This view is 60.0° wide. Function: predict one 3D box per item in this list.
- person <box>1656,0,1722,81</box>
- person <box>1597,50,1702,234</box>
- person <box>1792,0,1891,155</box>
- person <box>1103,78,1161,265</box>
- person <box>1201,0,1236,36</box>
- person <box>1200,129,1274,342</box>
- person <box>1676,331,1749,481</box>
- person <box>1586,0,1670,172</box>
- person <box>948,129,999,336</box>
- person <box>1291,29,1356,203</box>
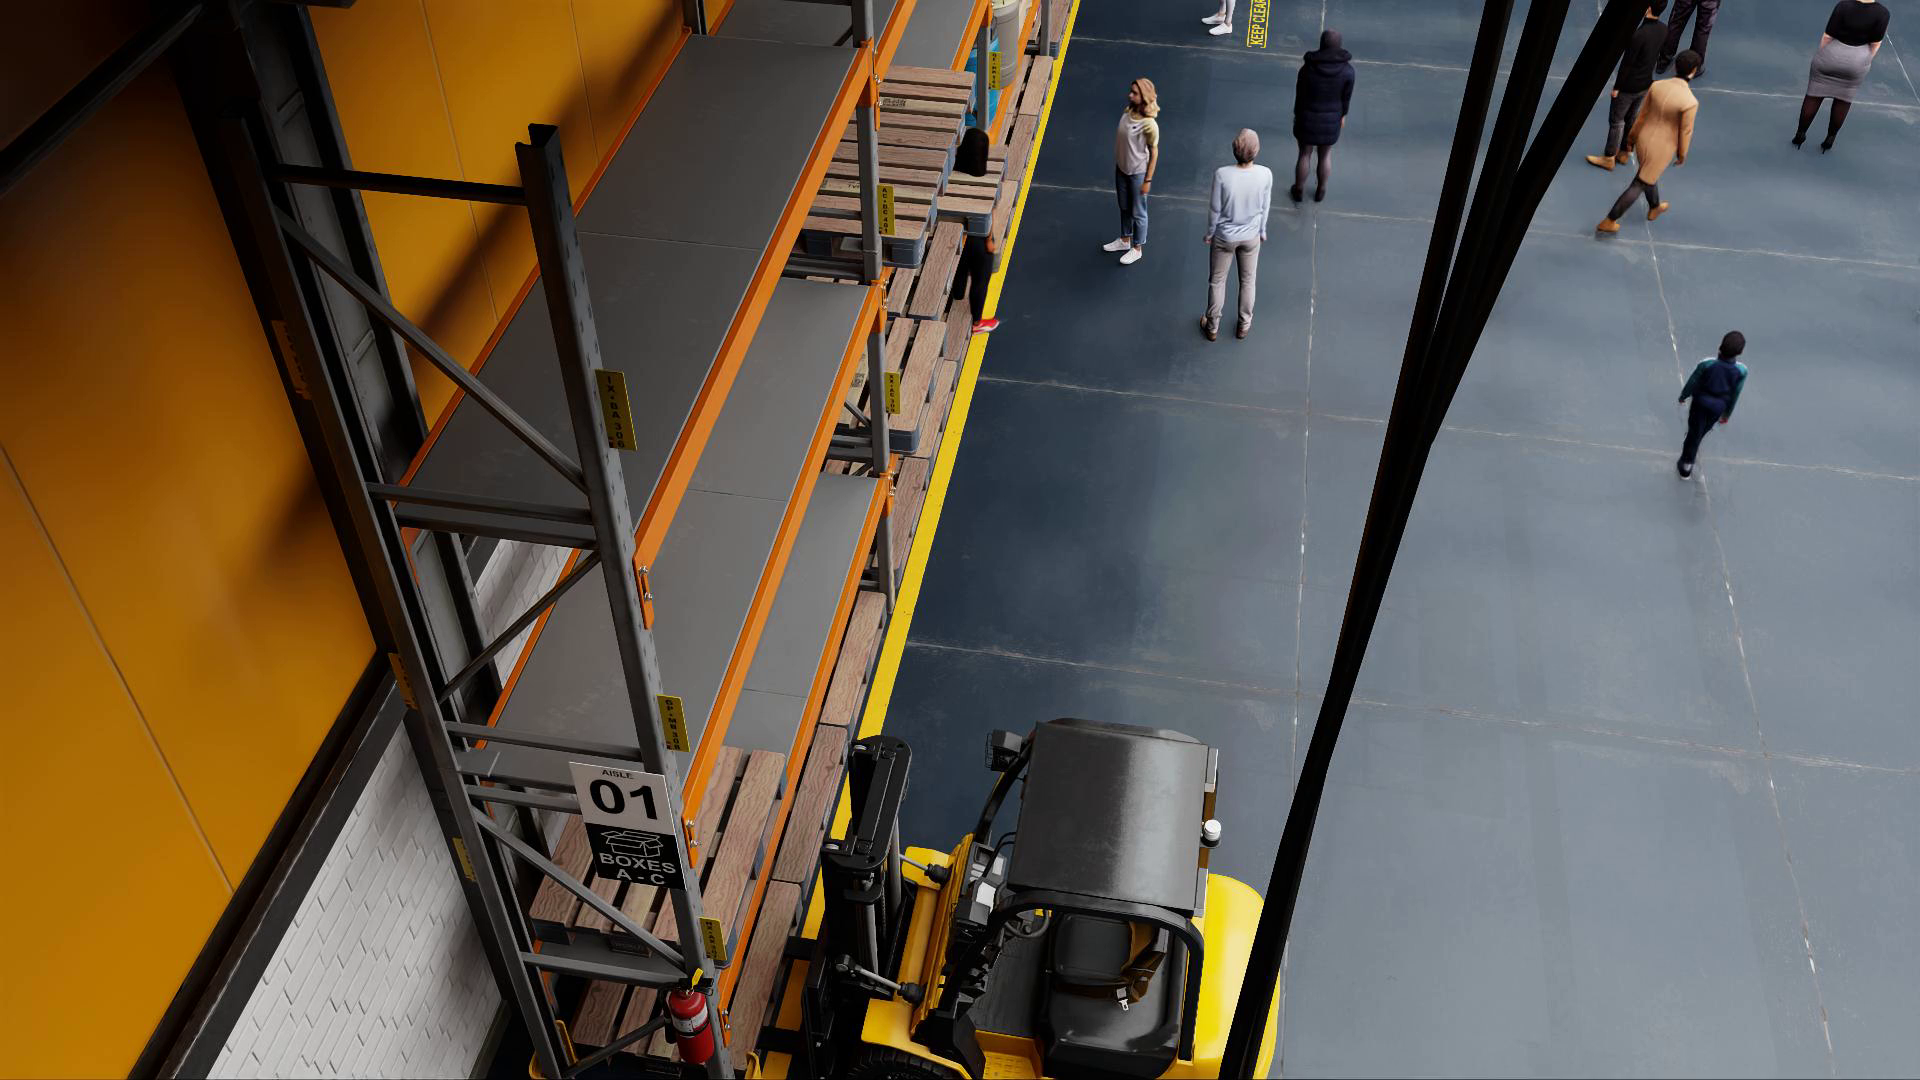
[{"bbox_3d":[7.456,-5.565,16.664,0.775,1.915,0.757,27,50,25],"label":"person"},{"bbox_3d":[6.042,-3.418,14.587,1.131,1.672,1.146,-21,47,-21],"label":"person"},{"bbox_3d":[8.300,-4.489,15.649,0.729,1.758,0.696,17,46,17],"label":"person"},{"bbox_3d":[1.505,-3.178,14.298,0.767,1.723,0.697,-23,48,-23],"label":"person"},{"bbox_3d":[2.827,-6.171,17.454,0.692,1.703,0.585,-7,44,-7],"label":"person"},{"bbox_3d":[2.231,-2.448,13.408,0.698,1.893,0.629,0,44,0],"label":"person"},{"bbox_3d":[5.556,-0.978,12.344,0.547,1.233,0.824,9,44,9],"label":"person"},{"bbox_3d":[6.261,-4.270,15.446,0.697,1.720,0.757,-26,49,-25],"label":"person"},{"bbox_3d":[0.086,-2.508,13.528,0.828,1.815,0.772,-27,50,-25],"label":"person"},{"bbox_3d":[3.245,-3.822,15.009,0.687,1.675,0.660,3,44,3],"label":"person"}]
